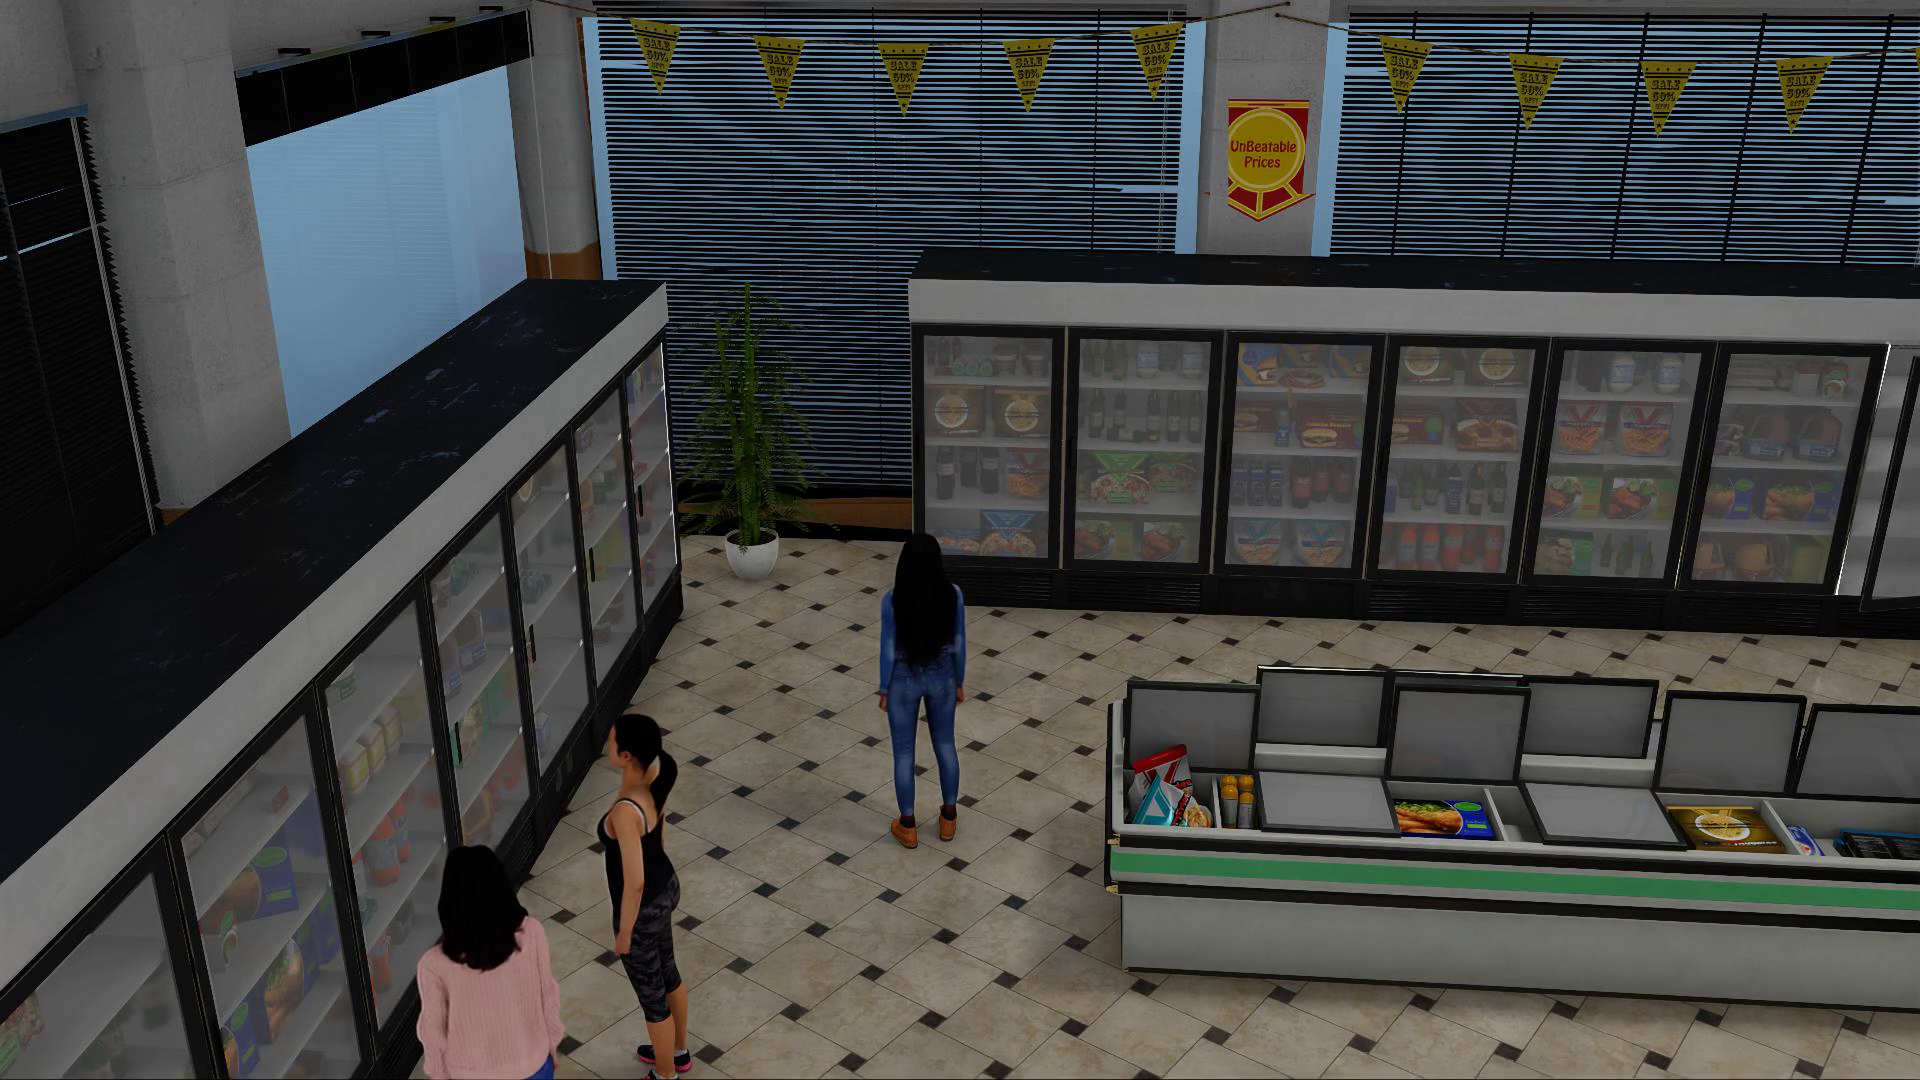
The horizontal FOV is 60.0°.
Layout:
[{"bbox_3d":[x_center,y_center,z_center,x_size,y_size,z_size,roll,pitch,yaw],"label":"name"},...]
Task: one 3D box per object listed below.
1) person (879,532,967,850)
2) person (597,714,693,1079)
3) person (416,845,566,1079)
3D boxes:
[{"bbox_3d":[-0.191,0.764,8.486,0.581,1.713,0.734,-6,23,-15],"label":"person"},{"bbox_3d":[-1.252,1.474,6.694,0.553,1.730,0.576,3,22,8],"label":"person"},{"bbox_3d":[-1.586,1.840,5.732,0.665,1.769,0.783,-10,24,-24],"label":"person"}]
